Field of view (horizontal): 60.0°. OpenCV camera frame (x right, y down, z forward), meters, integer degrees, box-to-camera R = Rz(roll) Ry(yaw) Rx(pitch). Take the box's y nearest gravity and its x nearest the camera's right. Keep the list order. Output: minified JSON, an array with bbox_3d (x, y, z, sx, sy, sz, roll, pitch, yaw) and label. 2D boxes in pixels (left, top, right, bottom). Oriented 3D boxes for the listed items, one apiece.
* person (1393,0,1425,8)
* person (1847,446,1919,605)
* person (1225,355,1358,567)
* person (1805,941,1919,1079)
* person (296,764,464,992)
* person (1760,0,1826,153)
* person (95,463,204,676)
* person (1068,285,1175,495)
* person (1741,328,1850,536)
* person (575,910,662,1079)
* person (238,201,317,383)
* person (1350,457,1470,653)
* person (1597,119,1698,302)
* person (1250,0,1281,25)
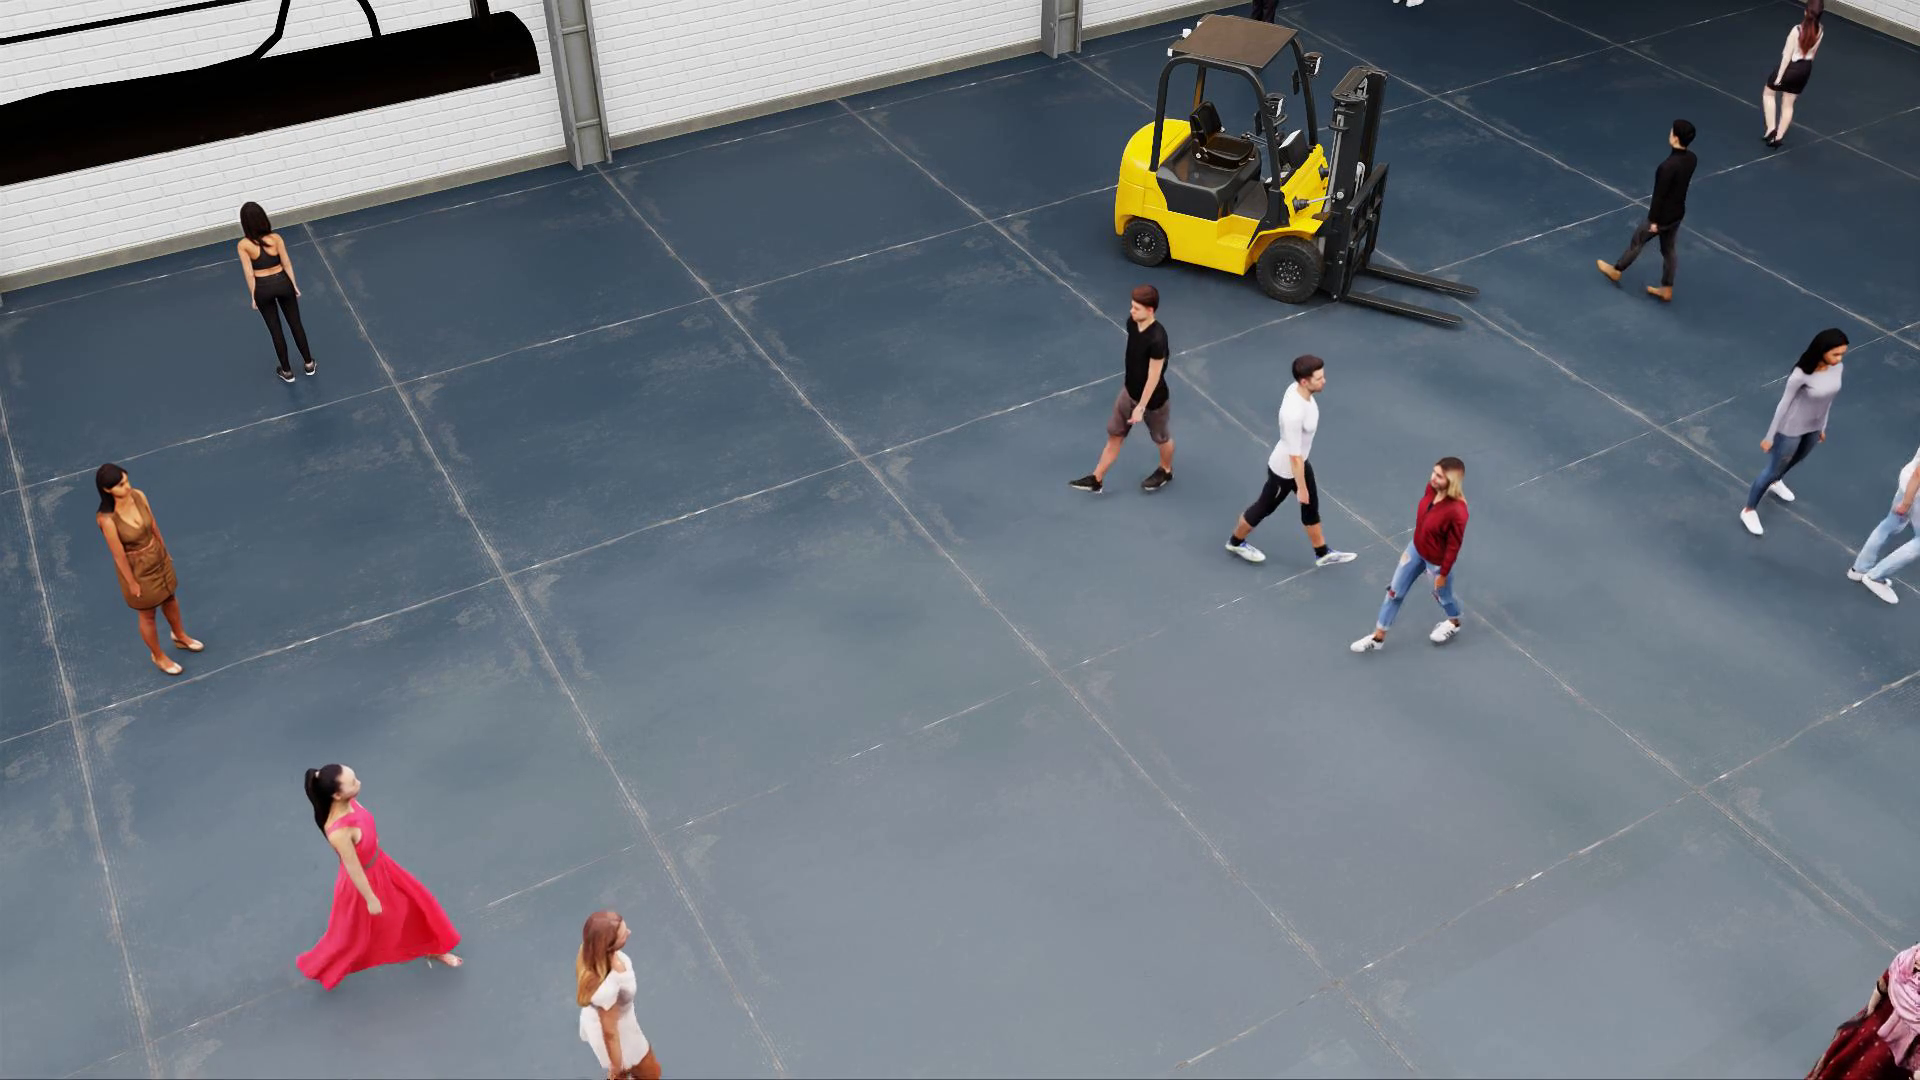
[{"bbox_3d":[5.727,-7.622,20.888,0.587,1.775,0.631,-30,48,-32],"label":"person"},{"bbox_3d":[6.704,-0.398,11.796,0.855,1.834,0.774,18,42,21],"label":"person"},{"bbox_3d":[2.283,-0.548,12.006,1.214,1.807,1.227,14,41,17],"label":"person"},{"bbox_3d":[4.797,2.492,8.347,0.793,1.621,0.695,-20,43,-23],"label":"person"},{"bbox_3d":[-3.325,1.884,9.054,1.174,1.690,0.839,-6,39,-8],"label":"person"},{"bbox_3d":[8.832,-4.874,17.559,0.625,1.636,0.714,-8,39,-9],"label":"person"},{"bbox_3d":[-5.493,0.182,11.187,0.689,1.686,0.631,9,39,11],"label":"person"},{"bbox_3d":[1.503,-1.132,12.729,1.130,1.815,0.658,-21,43,-24],"label":"person"},{"bbox_3d":[6.248,-0.853,12.448,0.701,1.730,0.921,-14,41,-17],"label":"person"},{"bbox_3d":[-1.817,2.462,8.333,0.674,1.685,0.613,-14,41,-17],"label":"person"},{"bbox_3d":[-5.808,-2.104,14.084,0.429,1.643,0.616,-22,44,-25],"label":"person"},{"bbox_3d":[3.284,0.117,11.347,1.106,1.589,0.694,-14,41,-17],"label":"person"},{"bbox_3d":[6.469,-2.954,15.108,0.944,1.695,0.736,-21,43,-24],"label":"person"},{"bbox_3d":[3.607,-6.558,19.577,0.550,1.748,0.602,-25,45,-28],"label":"person"}]
